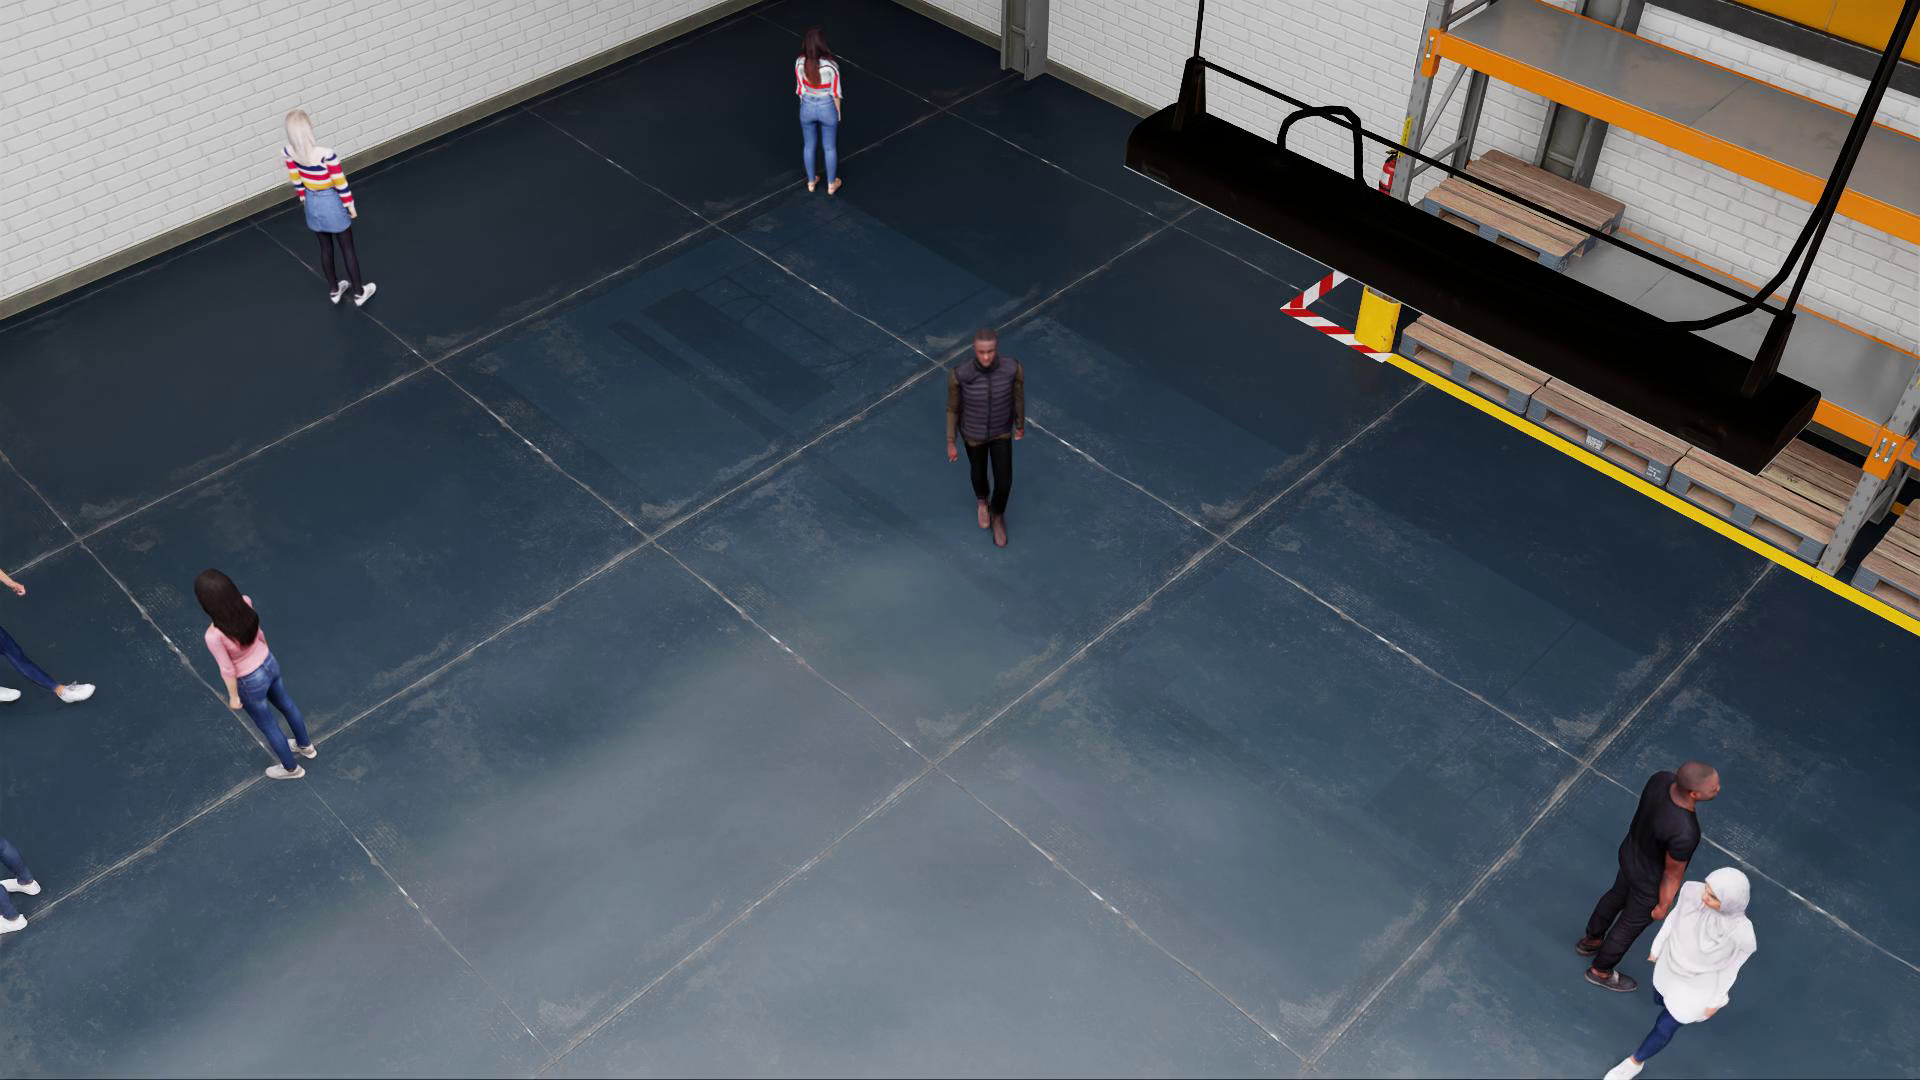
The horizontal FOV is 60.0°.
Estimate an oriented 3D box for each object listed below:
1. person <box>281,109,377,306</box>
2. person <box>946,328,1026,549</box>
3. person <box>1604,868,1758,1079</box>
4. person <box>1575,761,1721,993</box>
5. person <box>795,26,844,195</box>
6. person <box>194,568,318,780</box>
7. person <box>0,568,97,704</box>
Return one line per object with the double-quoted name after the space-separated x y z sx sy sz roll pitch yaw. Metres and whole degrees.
-5.322 -2.784 13.939 0.659 1.807 0.780 9 44 9 "person"
0.185 -0.826 11.876 0.903 1.818 0.956 -3 44 -4 "person"
3.887 2.247 8.699 0.892 1.751 1.044 -20 47 -19 "person"
3.760 1.812 9.107 0.778 1.819 0.732 2 44 2 "person"
-1.305 -3.956 15.311 0.632 1.612 0.720 6 44 6 "person"
-4.327 0.829 10.194 0.652 1.742 0.639 11 45 11 "person"
-6.365 0.452 10.590 1.073 1.742 1.065 -5 44 -5 "person"
